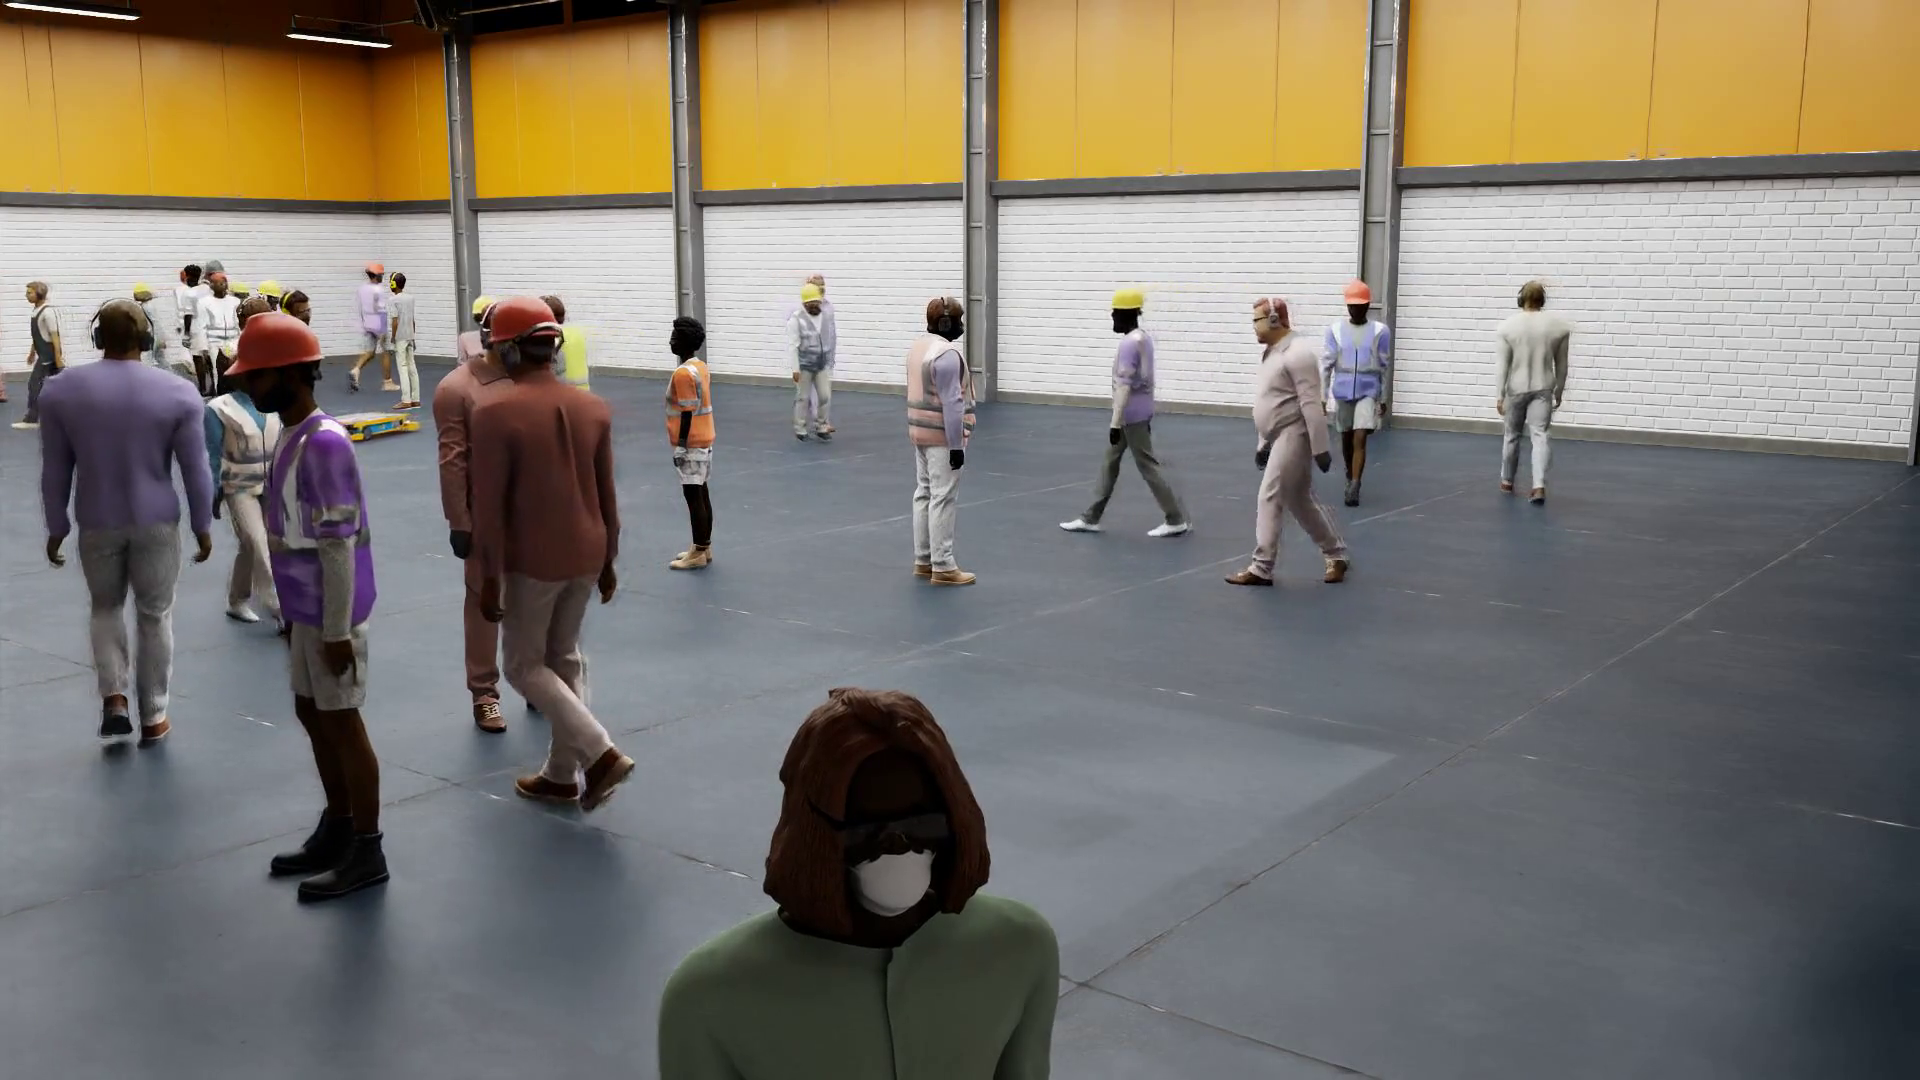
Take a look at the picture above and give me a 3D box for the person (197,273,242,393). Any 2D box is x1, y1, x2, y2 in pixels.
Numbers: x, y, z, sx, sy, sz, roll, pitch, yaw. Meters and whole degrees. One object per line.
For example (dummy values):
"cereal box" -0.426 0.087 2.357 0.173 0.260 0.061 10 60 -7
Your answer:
"person" -9.581 -2.529 21.629 0.593 1.865 0.474 -9 13 -42

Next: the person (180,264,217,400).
"person" -11.079 -3.021 24.207 0.372 1.966 0.608 3 10 17

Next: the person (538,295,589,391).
"person" -3.139 -0.990 12.893 0.945 1.792 0.634 4 11 24

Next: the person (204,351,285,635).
"person" -3.939 -0.279 9.329 0.864 1.580 0.532 6 12 32

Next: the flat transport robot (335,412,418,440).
"flat transport robot" -6.952 -1.319 19.229 0.652 0.197 1.431 2 10 13

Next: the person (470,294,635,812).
"person" -1.489 0.077 6.178 0.671 1.966 0.649 7 12 35

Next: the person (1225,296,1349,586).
"person" 2.155 -0.624 10.613 0.828 1.853 0.659 0 10 0

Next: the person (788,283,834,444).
"person" -1.664 -1.944 18.445 0.611 1.788 0.610 -7 12 -36

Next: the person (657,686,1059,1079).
"person" -0.100 0.967 1.962 0.502 1.633 0.280 -5 11 -26

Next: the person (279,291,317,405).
"person" -5.014 -0.951 12.560 0.529 1.838 0.592 1 10 8

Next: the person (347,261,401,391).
"person" -8.988 -3.250 25.405 0.610 2.017 0.821 5 11 27

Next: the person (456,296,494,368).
"person" -4.258 -1.338 15.047 0.532 1.747 0.718 1 10 7

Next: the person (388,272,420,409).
"person" -7.613 -2.708 22.667 0.335 1.873 0.520 3 10 19

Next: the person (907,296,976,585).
"person" -0.112 -0.636 10.687 0.429 1.841 0.633 -4 11 -22

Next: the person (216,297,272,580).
"person" -4.549 -0.662 10.883 0.432 1.836 0.619 7 12 36

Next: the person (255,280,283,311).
"person" -7.690 -1.980 18.567 0.403 1.822 0.588 -3 10 -17

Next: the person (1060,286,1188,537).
"person" 1.273 -0.951 12.430 0.974 1.880 0.601 2 10 12

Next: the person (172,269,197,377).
"person" -13.214 -3.705 28.475 0.601 1.866 0.499 2 10 13

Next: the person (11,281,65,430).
"person" -11.077 -2.262 20.295 0.968 1.806 0.525 -7 12 -36

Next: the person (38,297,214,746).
"person" -3.546 -0.069 7.139 0.662 1.925 0.433 -3 10 -15

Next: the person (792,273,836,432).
"person" -1.759 -2.254 19.985 0.749 1.886 0.650 9 13 41

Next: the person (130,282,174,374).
"person" -12.010 -2.948 24.576 0.901 1.686 0.518 -7 12 -37

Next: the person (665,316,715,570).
"person" -1.814 -0.651 11.184 0.318 1.700 0.536 0 10 2

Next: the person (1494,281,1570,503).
"person" 4.898 -1.272 14.288 0.640 1.894 1.034 1 10 9

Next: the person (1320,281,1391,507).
"person" 3.379 -1.268 14.254 0.563 1.889 1.008 3 10 18

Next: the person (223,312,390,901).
"person" -2.141 0.219 5.474 0.413 1.926 0.555 -6 11 -30

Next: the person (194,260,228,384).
"person" -11.740 -3.400 26.200 0.674 2.000 0.687 -1 10 -7

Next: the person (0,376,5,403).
"person" -13.949 -2.840 23.387 0.826 1.876 0.681 -8 13 -41

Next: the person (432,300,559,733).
"person" -2.004 -0.114 7.457 0.411 1.909 0.643 9 13 42

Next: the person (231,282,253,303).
"person" -10.255 -2.819 23.767 0.924 1.715 0.549 -7 12 -37
